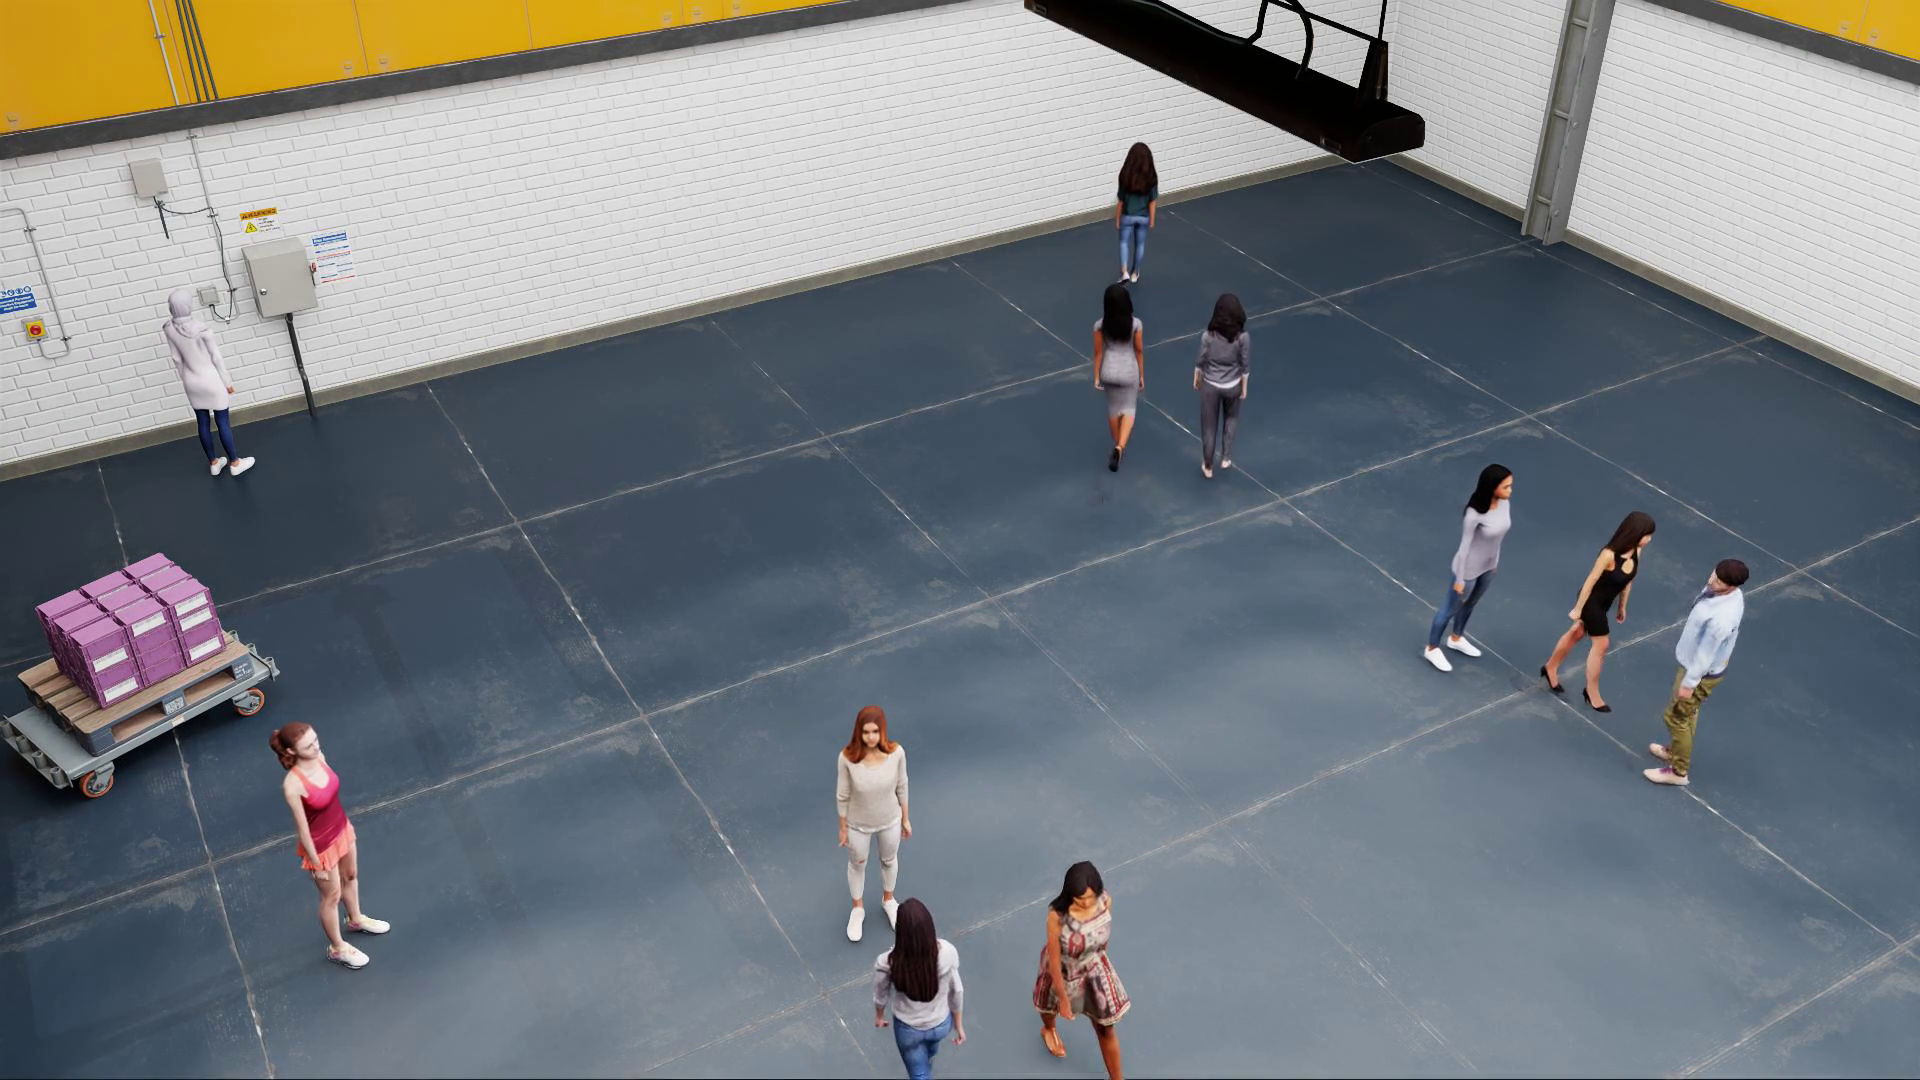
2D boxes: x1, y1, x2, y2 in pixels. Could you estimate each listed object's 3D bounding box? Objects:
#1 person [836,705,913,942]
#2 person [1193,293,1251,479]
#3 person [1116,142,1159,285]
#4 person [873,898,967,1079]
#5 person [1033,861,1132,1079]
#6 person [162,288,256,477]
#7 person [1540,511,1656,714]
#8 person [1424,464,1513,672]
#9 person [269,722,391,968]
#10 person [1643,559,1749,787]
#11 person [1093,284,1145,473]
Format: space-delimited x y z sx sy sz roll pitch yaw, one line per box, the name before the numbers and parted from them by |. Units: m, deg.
person | -0.529 1.671 10.035 0.671 1.713 0.657 -6 34 -9
person | 2.265 -1.294 14.460 0.744 1.752 0.786 4 34 6
person | 1.882 -3.455 17.847 0.850 1.604 0.946 3 34 5
person | -0.173 2.624 8.726 0.783 1.576 1.114 -8 34 -12
person | 0.579 2.318 9.162 0.703 1.603 1.081 -15 36 -21
person | -6.620 -1.374 14.560 0.690 1.776 0.724 5 34 7
person | 4.504 0.460 11.954 0.650 1.607 0.856 -21 39 -28
person | 3.767 0.188 12.254 0.625 1.727 0.587 -21 39 -28
person | -3.755 1.771 9.849 0.729 1.753 0.657 5 34 7
person | 4.968 0.849 11.188 0.787 1.808 0.747 -27 42 -34
person | 1.387 -1.362 14.556 0.921 1.760 1.006 7 34 10
